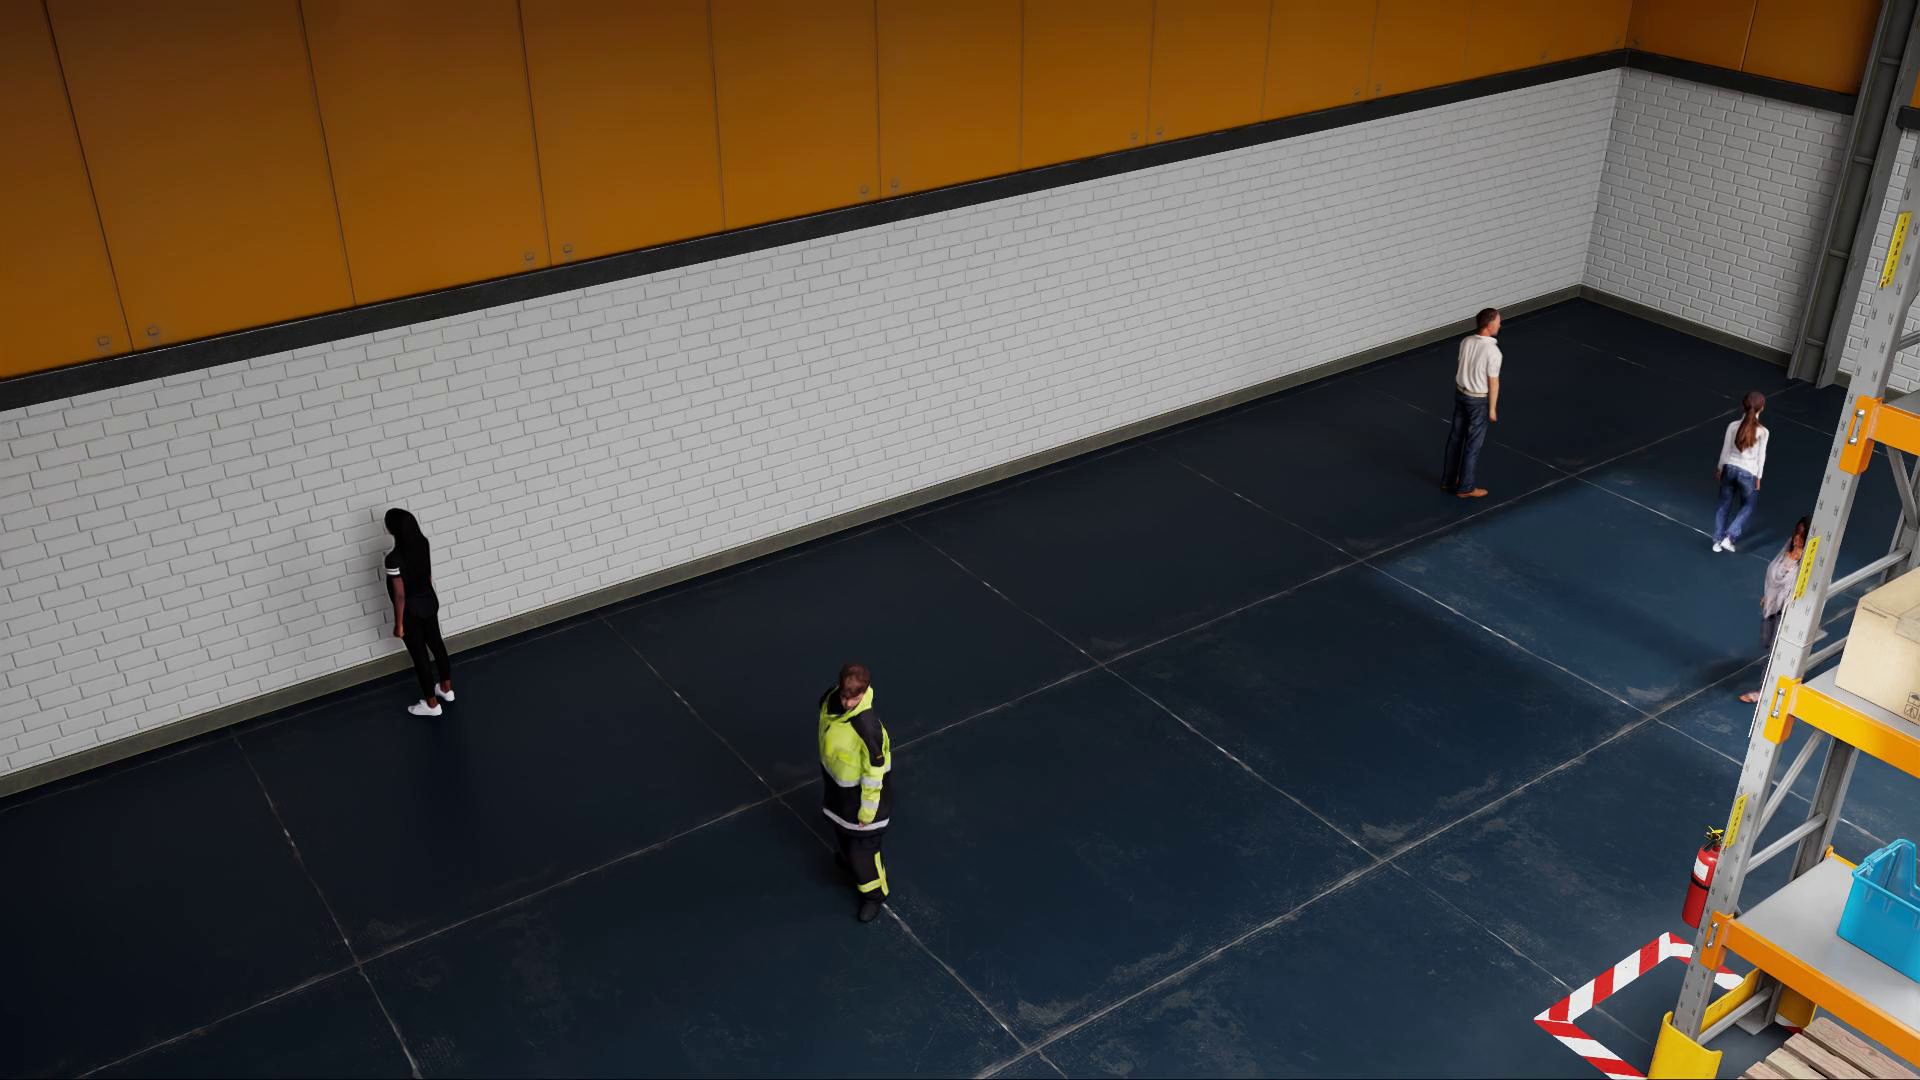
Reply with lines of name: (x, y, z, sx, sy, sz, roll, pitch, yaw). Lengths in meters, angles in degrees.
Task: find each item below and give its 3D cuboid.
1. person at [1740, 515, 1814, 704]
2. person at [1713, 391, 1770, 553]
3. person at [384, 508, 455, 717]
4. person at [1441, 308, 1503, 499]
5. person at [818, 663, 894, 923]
person: (6.395, 0.504, 12.691, 0.903, 1.591, 0.935, -6, 29, -11)
person: (6.860, -0.559, 14.682, 0.692, 1.550, 0.714, 19, 34, 31)
person: (-4.083, 0.524, 12.503, 0.744, 1.736, 0.711, 10, 30, 18)
person: (4.837, -1.307, 15.741, 0.765, 1.850, 0.583, -11, 31, -20)
person: (-0.639, 1.504, 10.484, 1.016, 1.949, 0.643, -10, 30, -18)
